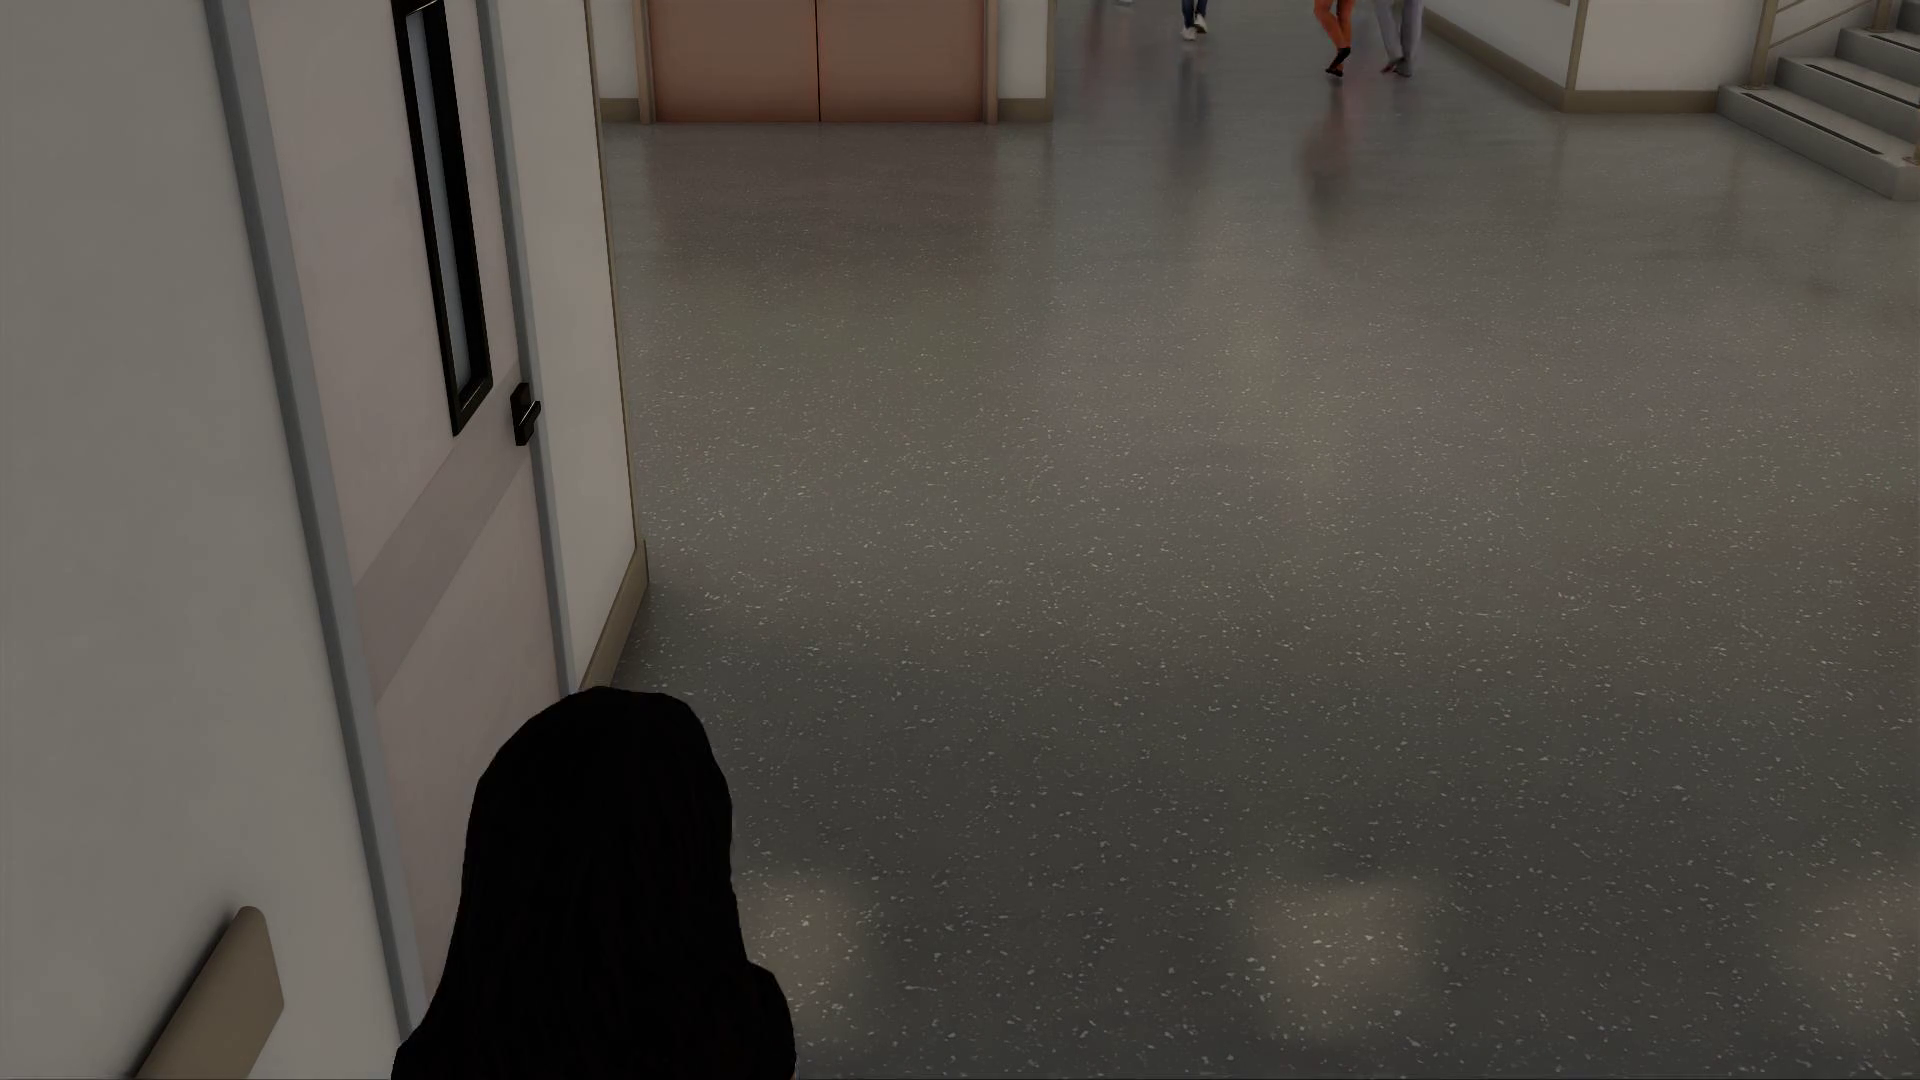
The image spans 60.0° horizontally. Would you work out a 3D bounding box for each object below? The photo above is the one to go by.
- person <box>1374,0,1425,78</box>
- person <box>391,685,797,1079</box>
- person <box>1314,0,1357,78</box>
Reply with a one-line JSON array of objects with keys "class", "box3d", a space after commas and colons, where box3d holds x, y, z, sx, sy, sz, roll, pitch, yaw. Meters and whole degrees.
[{"class": "person", "box3d": [3.584, -4.534, 13.138, 0.658, 1.722, 0.753, -4, 26, -8]}, {"class": "person", "box3d": [-0.314, 0.978, 1.712, 0.856, 1.718, 0.774, -8, 27, -16]}, {"class": "person", "box3d": [3.045, -4.464, 13.056, 0.696, 1.666, 0.745, -8, 27, -16]}]
